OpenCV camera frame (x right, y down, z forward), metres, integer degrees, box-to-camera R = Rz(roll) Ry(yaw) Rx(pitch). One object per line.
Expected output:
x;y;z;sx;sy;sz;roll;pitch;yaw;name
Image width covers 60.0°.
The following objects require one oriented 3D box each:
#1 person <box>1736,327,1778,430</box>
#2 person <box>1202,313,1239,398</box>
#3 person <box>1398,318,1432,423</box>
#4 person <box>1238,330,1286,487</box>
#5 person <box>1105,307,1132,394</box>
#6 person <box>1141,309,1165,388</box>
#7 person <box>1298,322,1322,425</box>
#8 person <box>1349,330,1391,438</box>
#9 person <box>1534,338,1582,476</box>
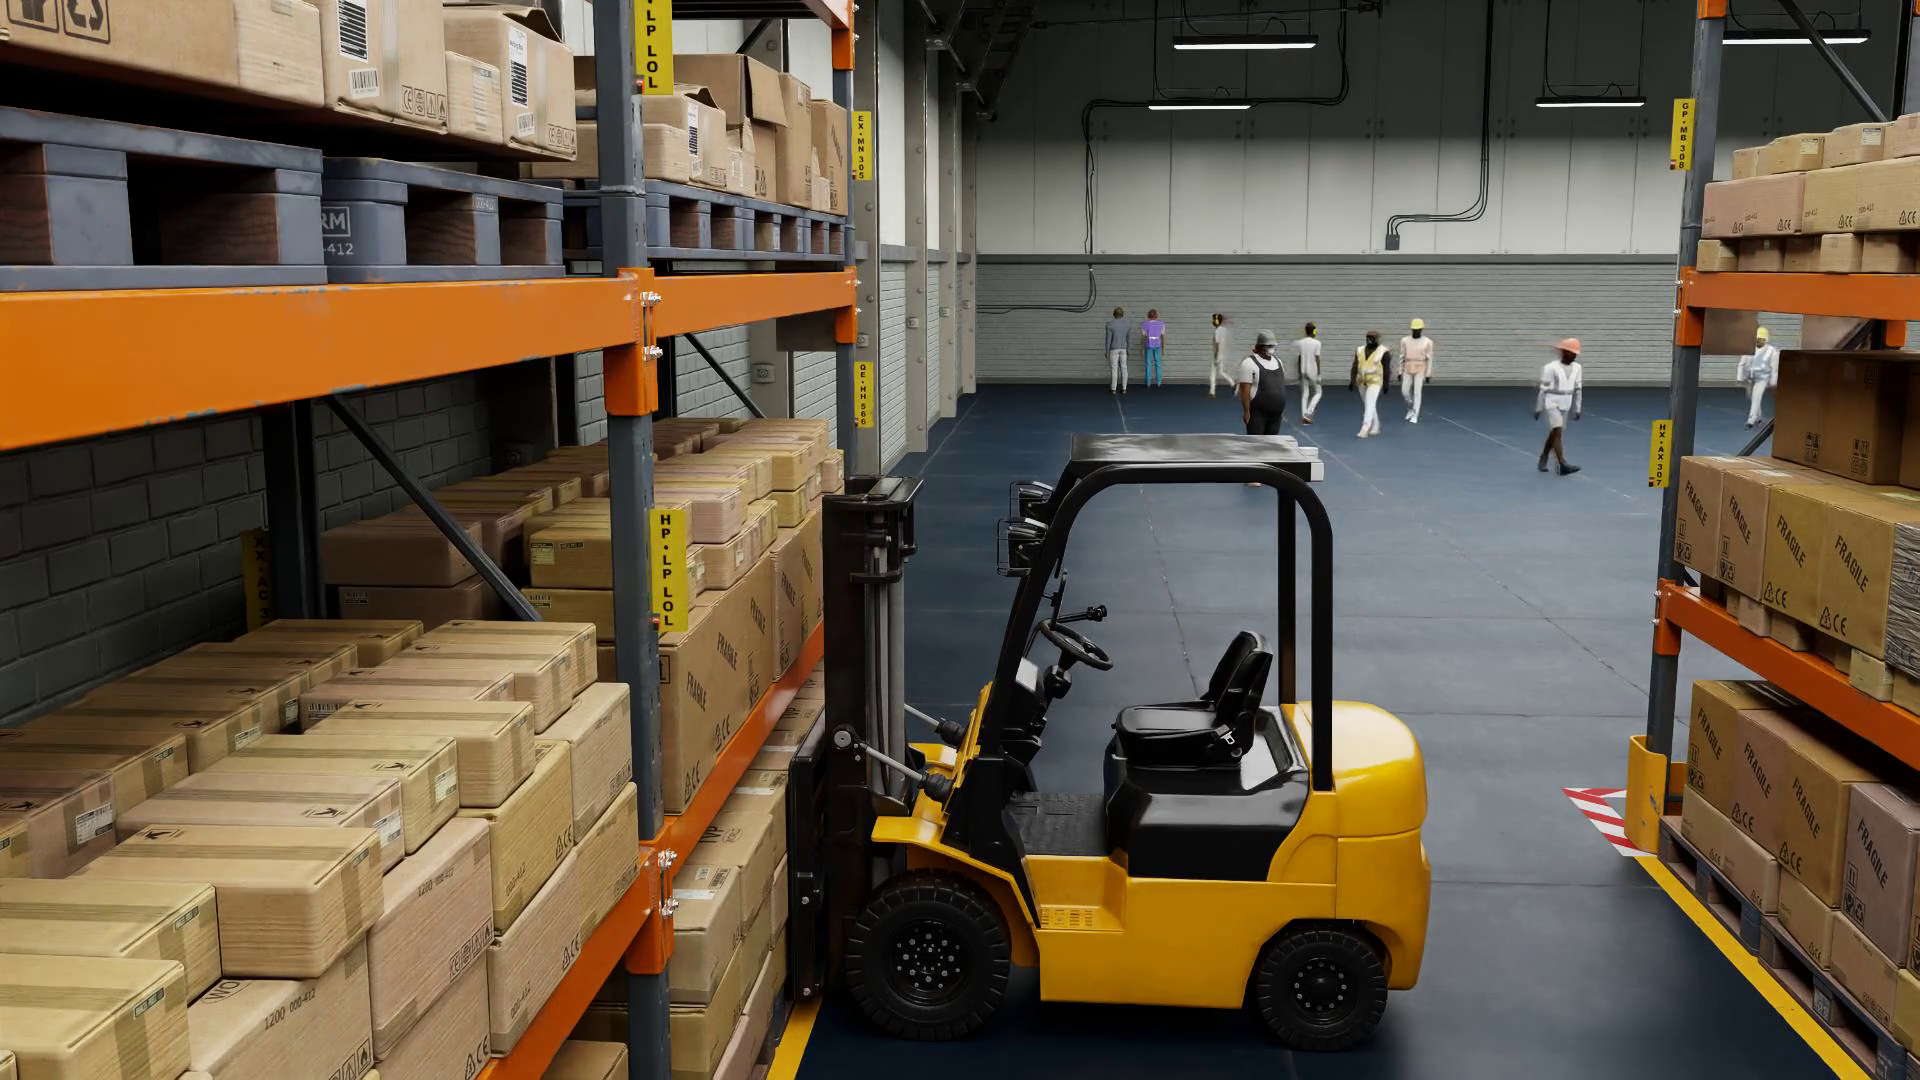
14.053;-2.850;29.271;0.876;1.796;0.592;-8;12;-40;person
5.648;-3.975;35.931;0.721;1.847;0.527;6;11;32;person
8.272;-3.080;30.285;0.618;1.912;0.411;6;11;32;person
3.977;-1.710;21.606;0.689;2.000;0.538;-6;11;-32;person
3.542;-4.246;37.282;0.635;1.939;0.367;-3;10;-19;person
4.532;-4.497;39.103;0.564;1.837;0.388;-1;9;-4;person
6.312;-2.990;29.926;0.386;1.851;0.562;-8;13;-42;person
6.905;-2.631;27.942;0.961;1.800;0.625;-9;13;-43;person
8.210;-1.829;22.828;0.587;1.874;1.021;-3;10;-16;person
